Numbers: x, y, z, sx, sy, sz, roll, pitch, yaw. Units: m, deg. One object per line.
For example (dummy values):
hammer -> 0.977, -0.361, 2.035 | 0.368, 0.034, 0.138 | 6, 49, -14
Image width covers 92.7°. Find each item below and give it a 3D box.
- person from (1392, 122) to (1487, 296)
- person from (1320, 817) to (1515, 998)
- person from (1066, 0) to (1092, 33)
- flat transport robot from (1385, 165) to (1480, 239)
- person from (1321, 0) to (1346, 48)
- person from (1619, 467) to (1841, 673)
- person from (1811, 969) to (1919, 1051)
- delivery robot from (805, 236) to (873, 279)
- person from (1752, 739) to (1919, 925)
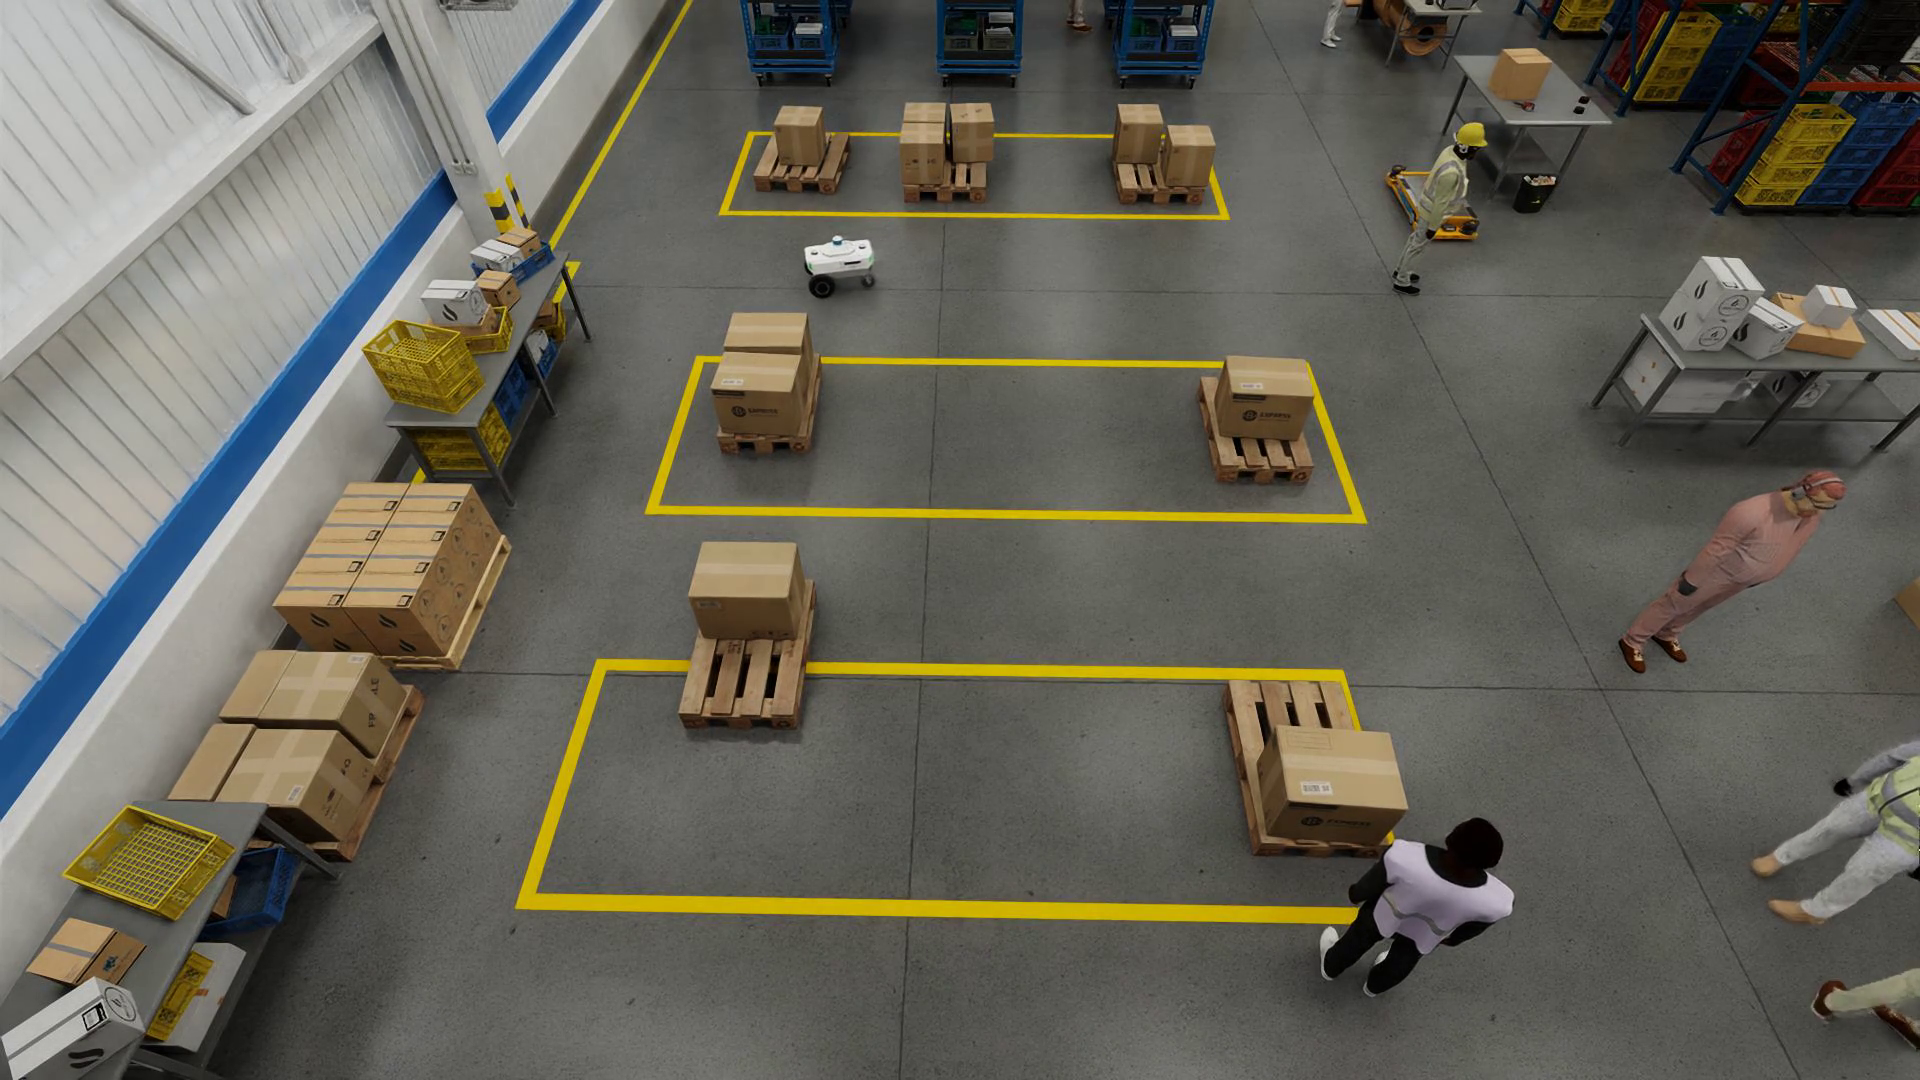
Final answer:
person -> 4.906, -3.388, 9.430 | 0.403, 1.826, 0.596 | 17, 51, 14
person -> 2.330, 1.943, 4.755 | 0.600, 1.922, 0.393 | 20, 52, 16
person -> 1.916, -8.962, 14.147 | 0.392, 1.985, 0.609 | -10, 50, -9
flat transport robot -> 5.692, -4.094, 11.059 | 0.652, 0.197, 1.431 | 1, 49, 1
person -> 5.844, -8.412, 13.898 | 0.307, 1.638, 0.511 | 23, 53, 19
person -> 5.243, 0.228, 6.243 | 0.636, 1.911, 0.406 | -10, 50, -8
person -> 5.262, 2.207, 4.591 | 0.607, 1.820, 0.361 | 18, 52, 15
delivery robot -> -1.303, -3.043, 9.903 | 0.707, 0.478, 0.477 | -10, 50, -8
person -> 5.275, 1.568, 5.135 | 0.437, 1.831, 0.636 | 4, 49, 4
